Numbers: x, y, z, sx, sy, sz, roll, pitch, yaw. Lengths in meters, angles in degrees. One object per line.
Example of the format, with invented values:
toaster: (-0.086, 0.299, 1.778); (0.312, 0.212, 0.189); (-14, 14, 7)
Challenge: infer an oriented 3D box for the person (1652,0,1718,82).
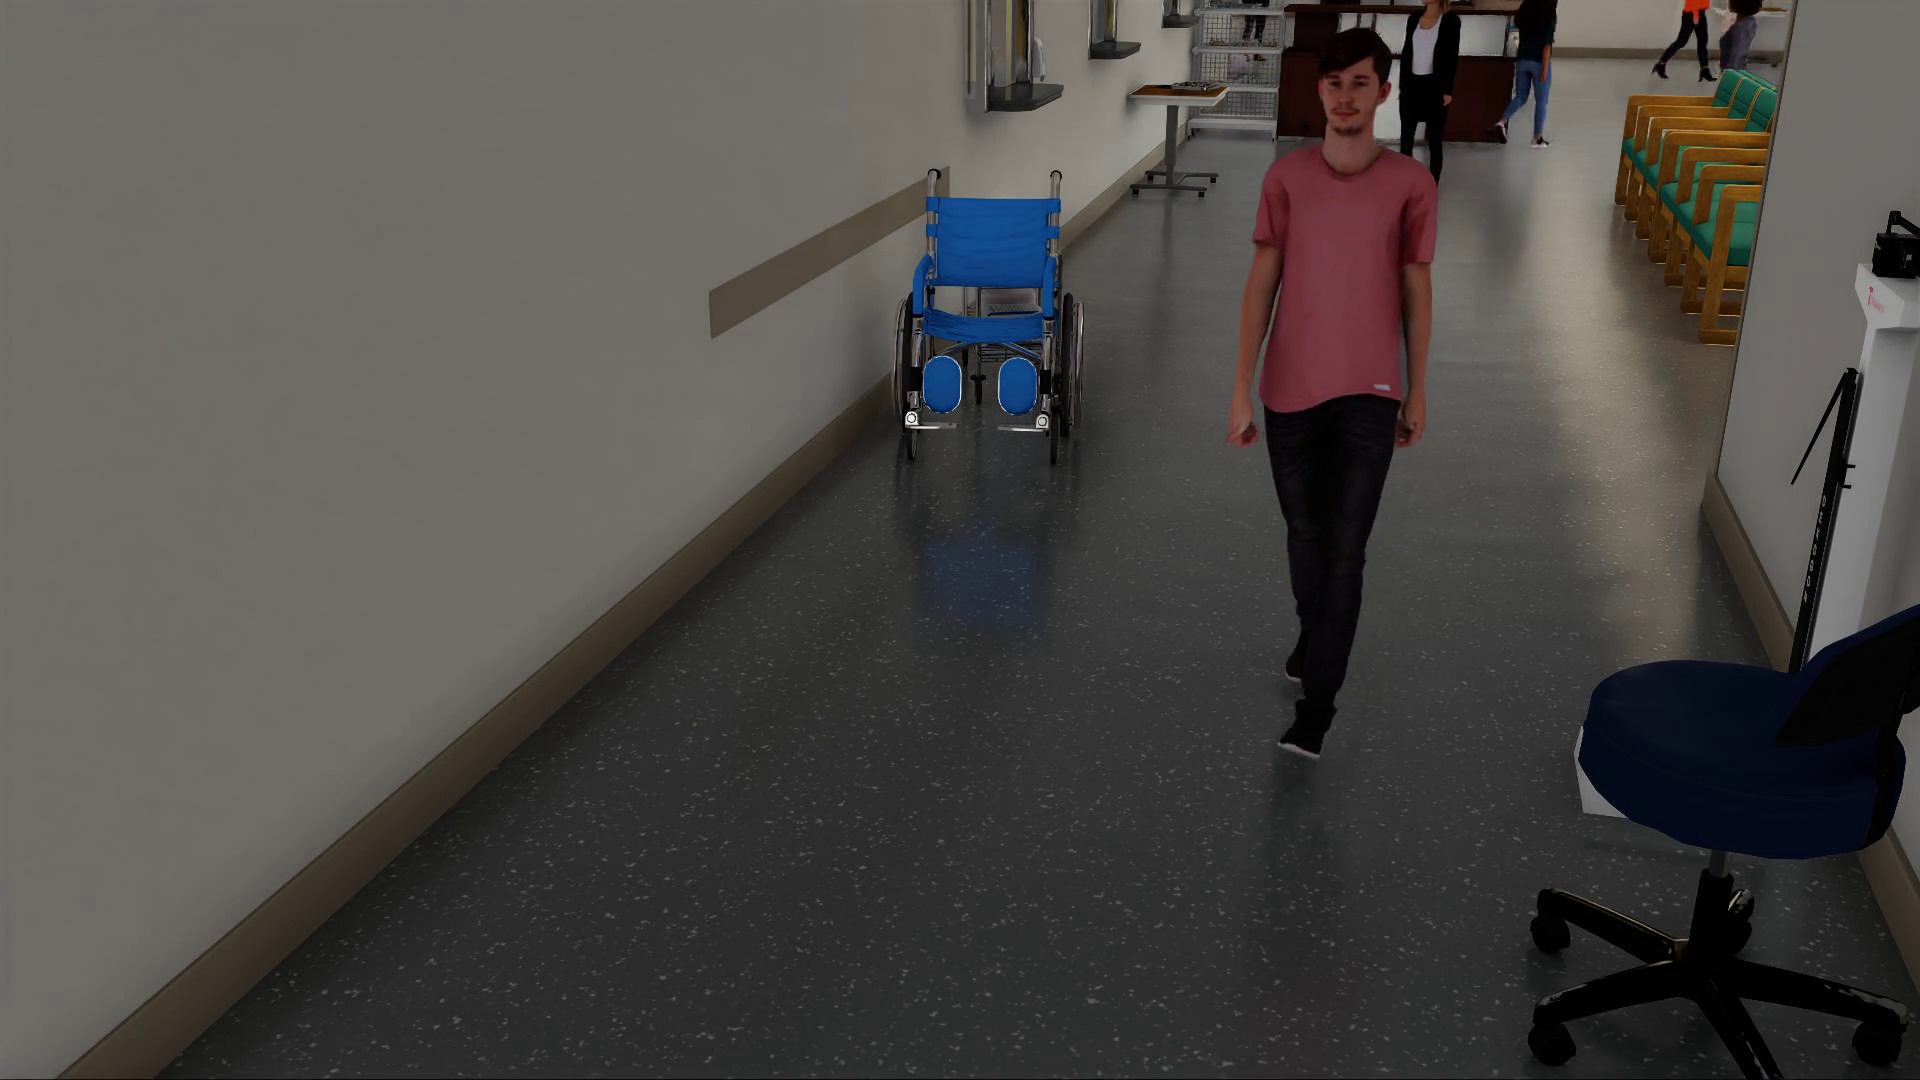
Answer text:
person: (9.904, -7.113, 22.663); (1.189, 1.708, 0.958); (16, 26, 37)

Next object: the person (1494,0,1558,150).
person: (5.550, -4.638, 16.281); (0.958, 1.600, 0.936); (-12, 24, -29)

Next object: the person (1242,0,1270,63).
person: (4.629, -8.387, 26.005); (0.681, 1.723, 0.783); (-8, 22, -19)

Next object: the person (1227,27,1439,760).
person: (1.056, -0.405, 4.679); (1.198, 1.902, 0.840); (9, 22, 22)

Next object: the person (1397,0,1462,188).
person: (3.606, -3.450, 12.861); (0.609, 1.801, 0.736); (18, 27, 39)
